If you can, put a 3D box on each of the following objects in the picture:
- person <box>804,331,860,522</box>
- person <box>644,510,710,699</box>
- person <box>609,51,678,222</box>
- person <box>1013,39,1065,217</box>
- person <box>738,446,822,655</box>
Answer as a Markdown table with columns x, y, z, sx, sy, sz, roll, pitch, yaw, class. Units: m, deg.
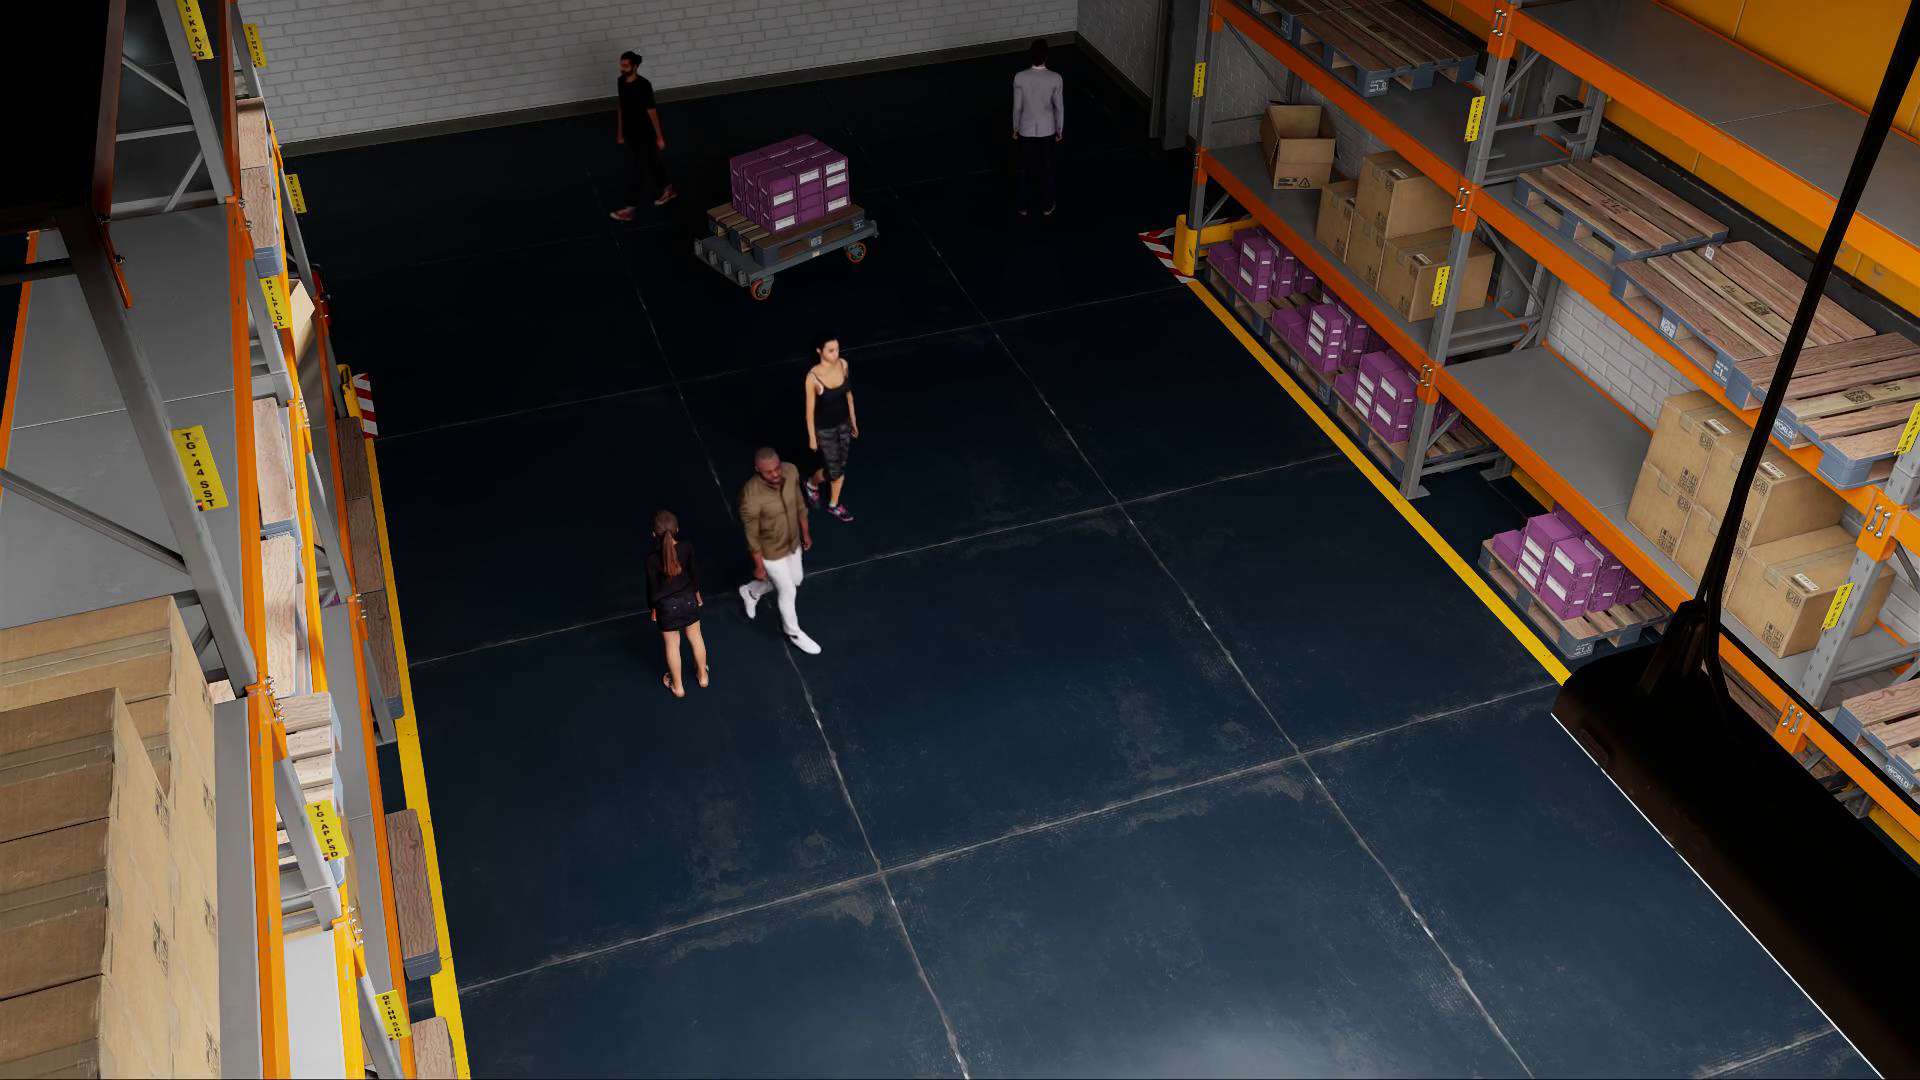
| x | y | z | sx | sy | sz | roll | pitch | yaw | class |
| --- | --- | --- | --- | --- | --- | --- | --- | --- | --- |
| -1.061 | -0.905 | 12.919 | 0.795 | 1.716 | 0.717 | 29 | 47 | 32 | person |
| -1.944 | 0.420 | 11.388 | 0.562 | 1.556 | 0.586 | -19 | 42 | -22 | person |
| -3.199 | -4.154 | 16.989 | 1.179 | 1.712 | 1.056 | 31 | 48 | 32 | person |
| 0.782 | -4.187 | 16.920 | 0.757 | 1.852 | 0.719 | 2 | 39 | 2 | person |
| -1.339 | 0.018 | 11.699 | 1.133 | 1.795 | 1.039 | 22 | 44 | 25 | person |
